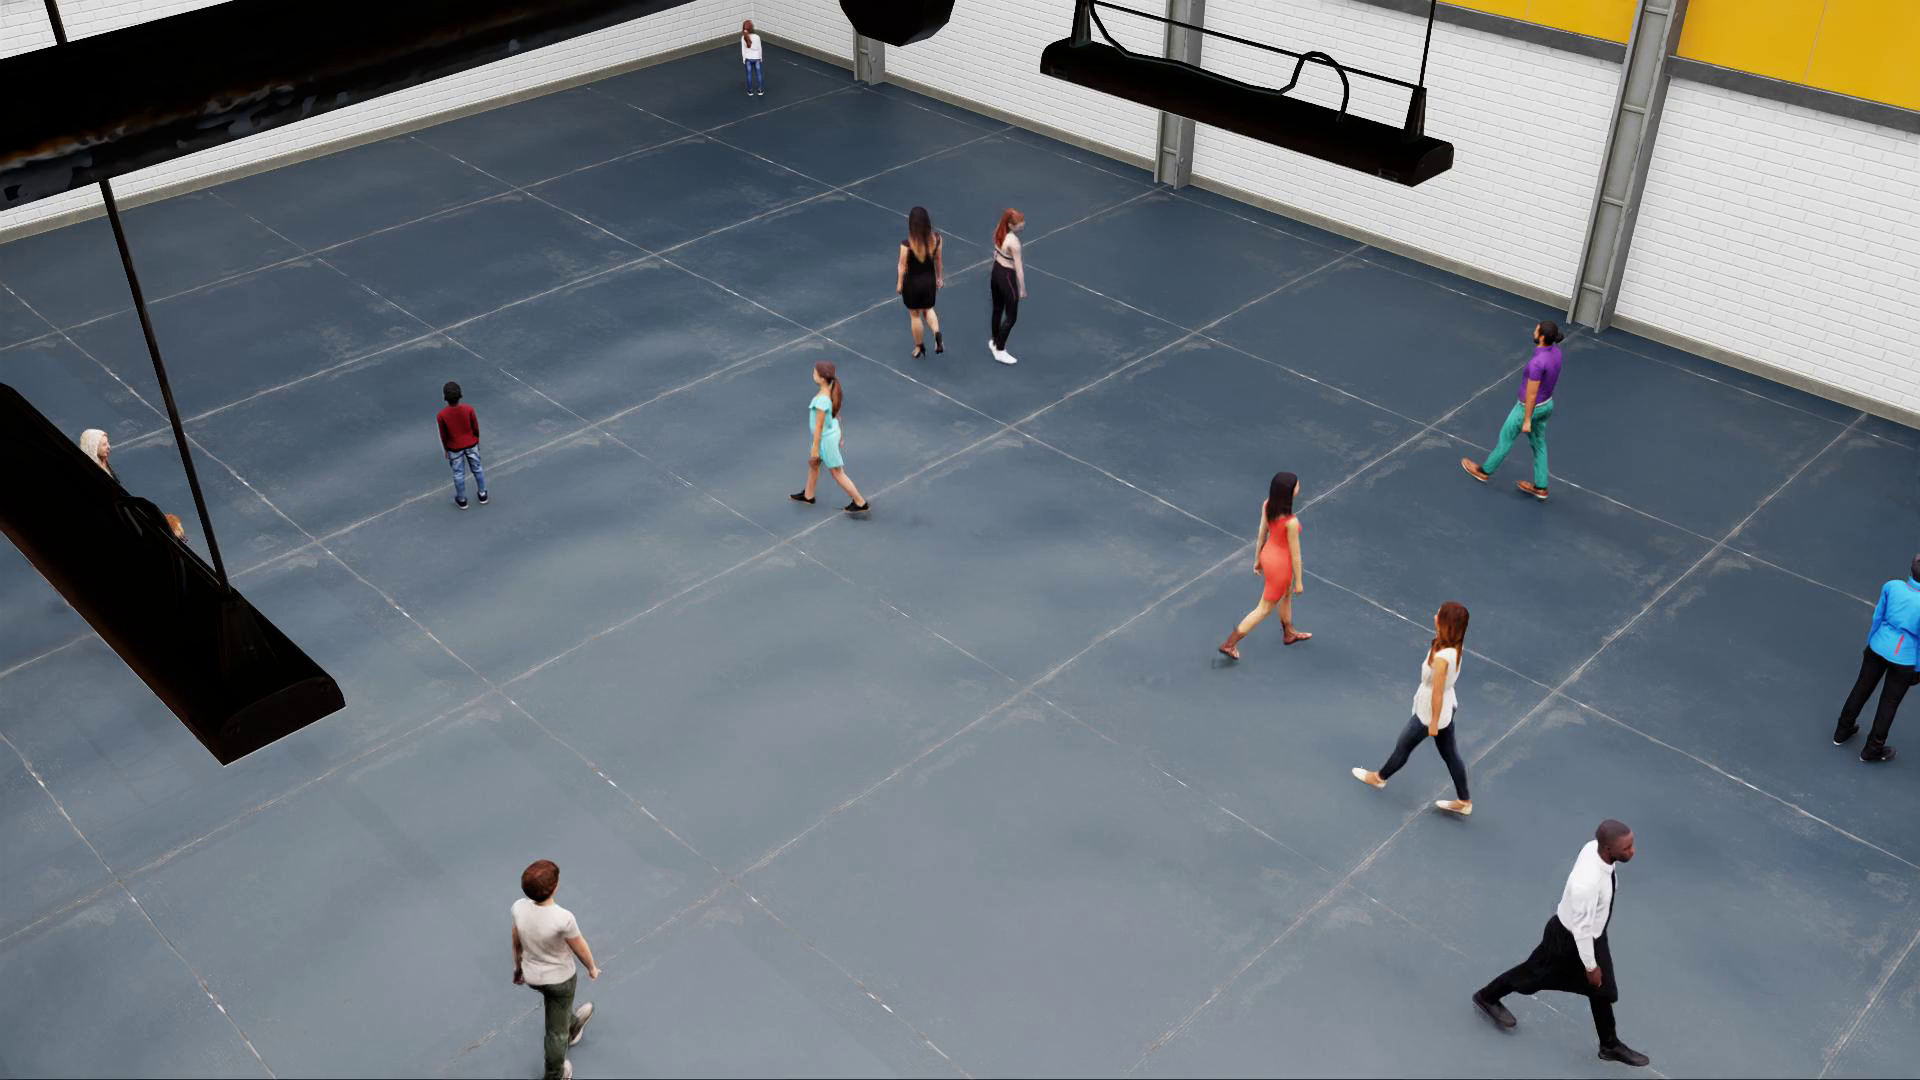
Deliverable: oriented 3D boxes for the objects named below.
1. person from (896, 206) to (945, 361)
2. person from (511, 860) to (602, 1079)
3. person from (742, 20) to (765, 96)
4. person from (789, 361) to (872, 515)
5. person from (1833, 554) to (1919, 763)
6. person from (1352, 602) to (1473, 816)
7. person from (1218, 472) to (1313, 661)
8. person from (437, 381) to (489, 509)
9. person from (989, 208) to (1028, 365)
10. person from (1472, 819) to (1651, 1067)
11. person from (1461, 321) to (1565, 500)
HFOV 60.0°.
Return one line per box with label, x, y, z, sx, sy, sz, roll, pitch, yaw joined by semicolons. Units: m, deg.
person;-0.369;-2.644;17.507;0.720;1.700;0.805;-22;39;-29
person;-2.430;2.594;9.688;0.973;1.633;0.934;10;35;14
person;-3.119;-7.259;24.980;0.525;1.114;0.577;-5;34;-7
person;-1.135;-0.884;15.020;1.113;1.523;0.884;10;35;14
person;6.822;0.847;12.175;0.725;1.789;0.575;-17;37;-24
person;3.424;1.229;11.653;1.172;1.732;0.796;18;38;25
person;2.443;0.250;13.166;0.966;1.686;1.144;-12;36;-18
person;-4.568;-0.877;15.253;0.543;1.254;0.553;-17;37;-24
person;0.431;-2.755;17.645;0.843;1.733;0.585;-28;43;-35
person;3.559;2.352;9.918;1.332;1.781;0.784;22;39;29
person;5.332;-1.157;15.239;1.031;1.735;0.632;29;43;36
